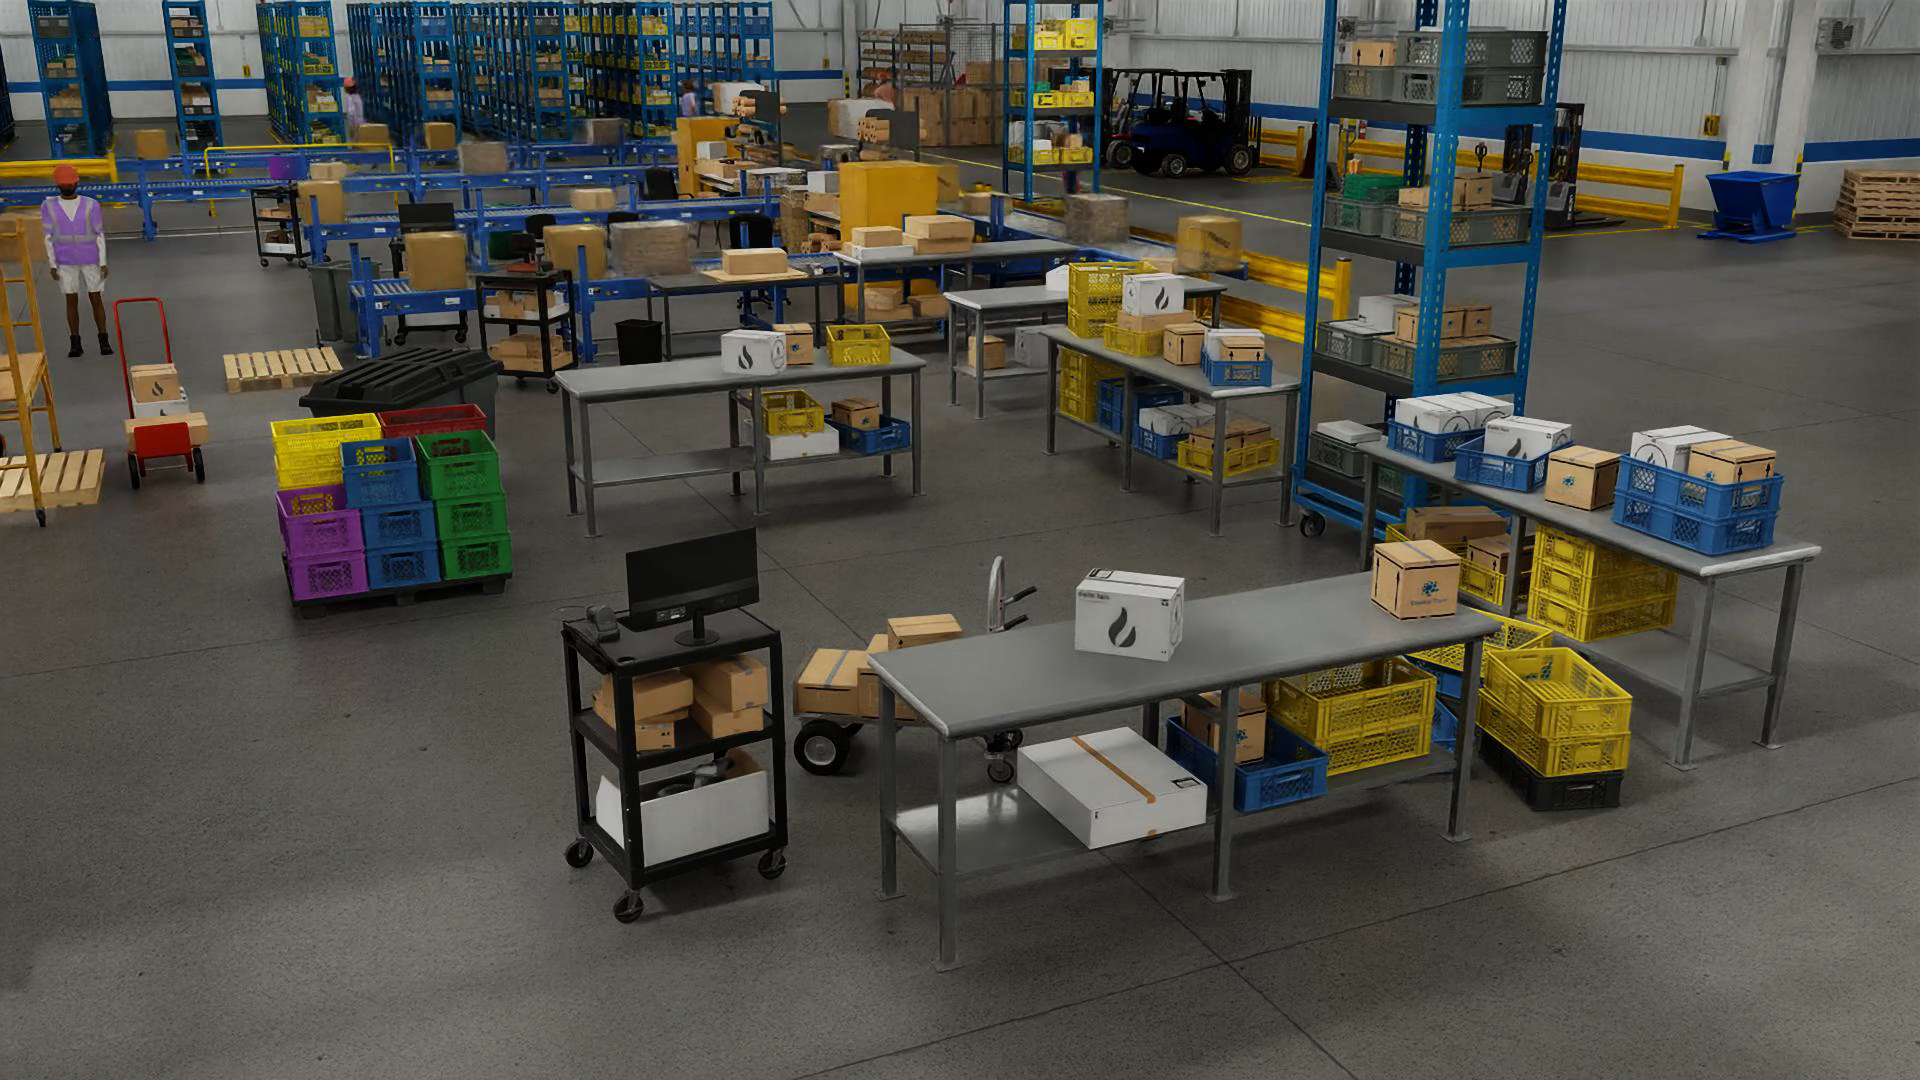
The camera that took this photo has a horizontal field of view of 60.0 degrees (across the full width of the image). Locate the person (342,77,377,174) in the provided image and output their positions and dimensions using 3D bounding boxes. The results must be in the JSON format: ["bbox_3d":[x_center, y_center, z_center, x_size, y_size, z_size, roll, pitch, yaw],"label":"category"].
[{"bbox_3d":[-12.953,-8.888,35.707,0.551,2.033,0.625,1,18,4],"label":"person"}]

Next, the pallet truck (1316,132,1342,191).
[{"bbox_3d":[7.723,-7.504,32.656,1.601,1.201,0.680,-8,19,-23],"label":"pallet truck"}]

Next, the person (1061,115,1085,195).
[{"bbox_3d":[1.987,-6.966,30.099,0.428,1.750,0.544,11,21,31],"label":"person"}]

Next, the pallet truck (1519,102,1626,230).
[{"bbox_3d":[9.972,-6.037,26.785,1.885,1.965,0.823,-9,20,-25],"label":"pallet truck"}]

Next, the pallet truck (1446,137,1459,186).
[{"bbox_3d":[9.184,-6.485,29.328,1.630,1.274,0.653,-8,19,-23],"label":"pallet truck"}]

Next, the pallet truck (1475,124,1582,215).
[{"bbox_3d":[9.707,-6.455,28.103,1.885,1.965,0.823,-7,19,-20],"label":"pallet truck"}]

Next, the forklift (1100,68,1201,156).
[{"bbox_3d":[4.082,-9.564,37.410,2.680,1.987,1.157,-8,19,-23],"label":"forklift"}]

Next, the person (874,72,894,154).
[{"bbox_3d":[-1.824,-10.412,40.611,0.623,1.977,0.551,-13,22,-36],"label":"person"}]

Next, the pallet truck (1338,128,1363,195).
[{"bbox_3d":[7.845,-7.140,31.411,1.522,1.261,0.704,-9,20,-25],"label":"pallet truck"}]

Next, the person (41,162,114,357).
[{"bbox_3d":[-8.870,-2.812,16.725,0.545,1.937,0.360,-8,19,-24],"label":"person"}]

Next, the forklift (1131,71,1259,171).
[{"bbox_3d":[4.998,-8.936,35.413,2.680,1.987,1.157,-9,20,-25],"label":"forklift"}]

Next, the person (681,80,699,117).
[{"bbox_3d":[-6.399,-9.901,39.219,0.451,1.830,0.598,-9,20,-27],"label":"person"}]
